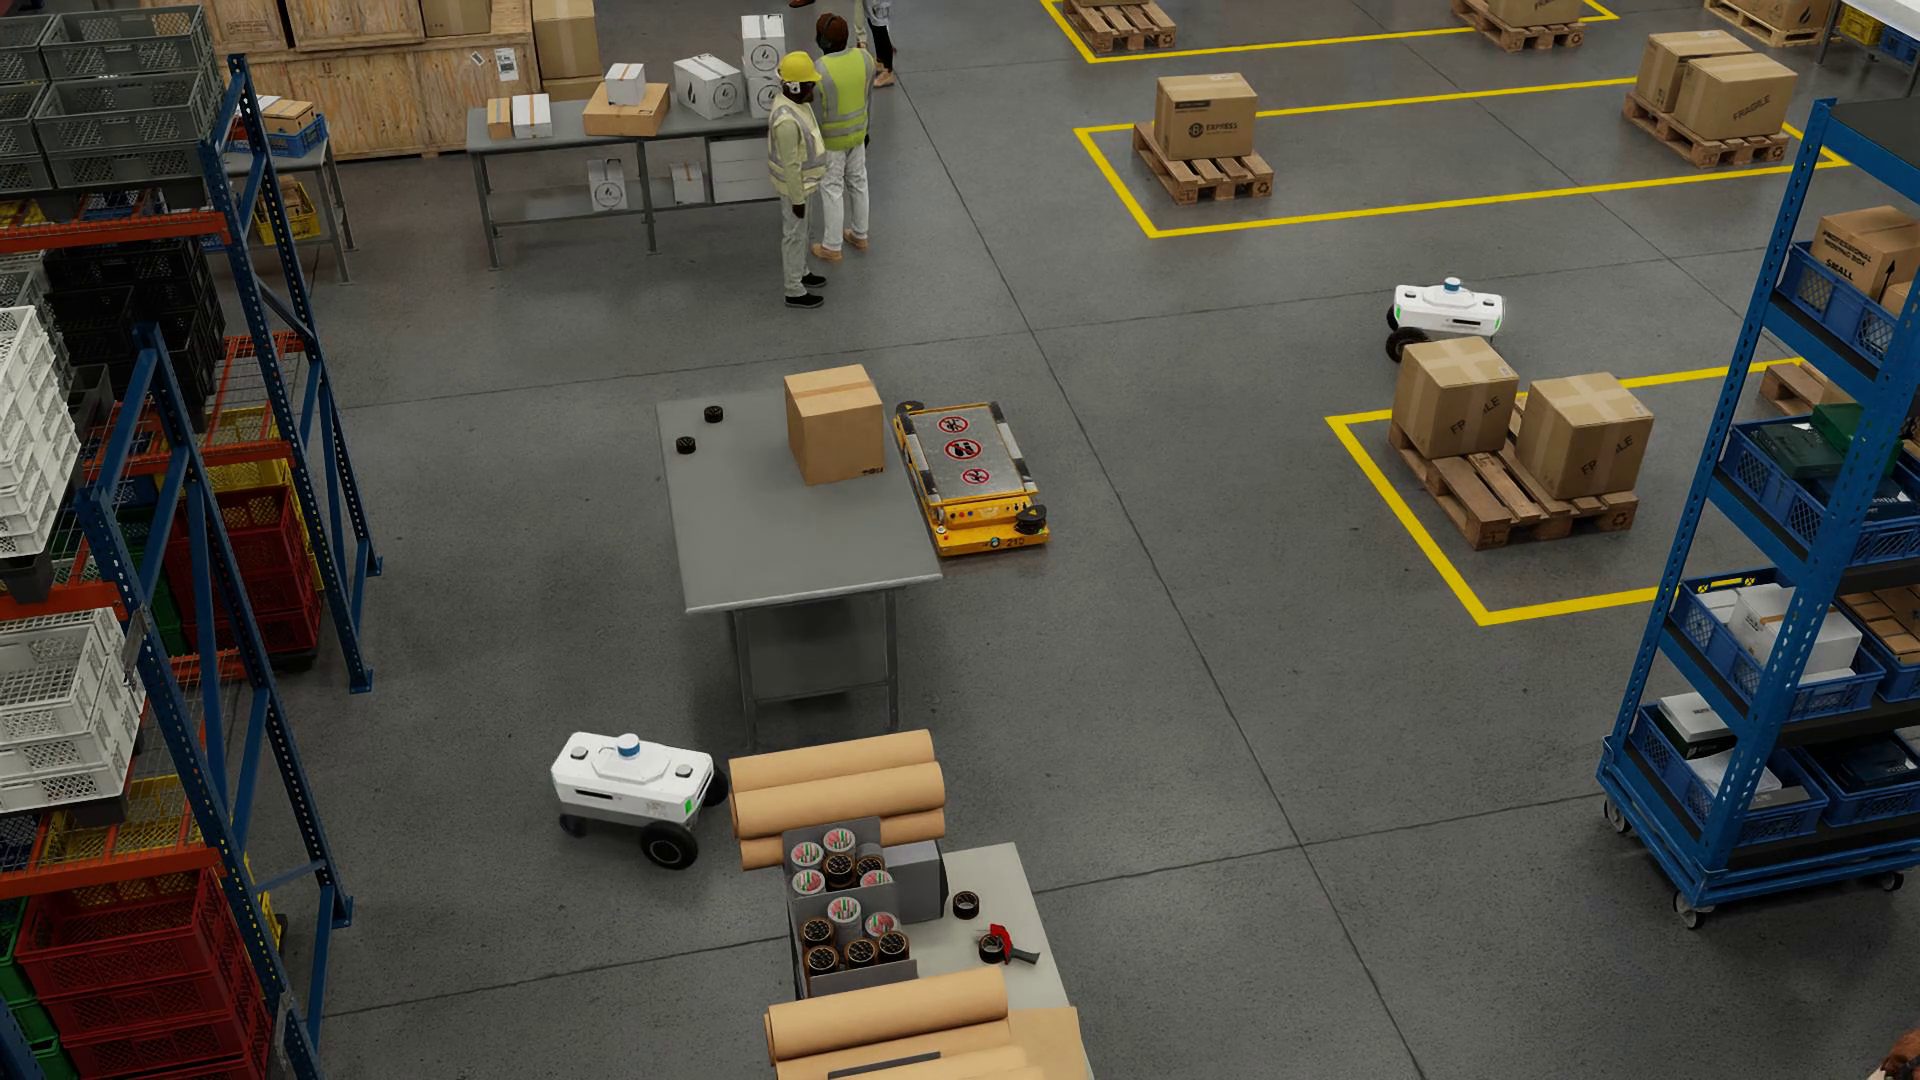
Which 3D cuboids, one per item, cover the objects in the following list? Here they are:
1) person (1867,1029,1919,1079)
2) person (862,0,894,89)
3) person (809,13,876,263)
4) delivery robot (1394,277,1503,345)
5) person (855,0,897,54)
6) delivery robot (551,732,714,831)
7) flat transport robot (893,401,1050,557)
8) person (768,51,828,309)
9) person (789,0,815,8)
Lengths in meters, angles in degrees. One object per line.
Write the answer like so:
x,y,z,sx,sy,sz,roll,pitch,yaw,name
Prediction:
2.938,2.158,5.492,0.523,1.636,0.310,-29,45,-33,person
-0.787,-4.947,15.003,0.323,1.691,0.536,-10,38,-13,person
-0.903,-2.941,12.175,0.625,1.847,0.429,-30,46,-34,person
3.309,-1.547,11.298,0.707,0.478,0.477,7,37,10,delivery robot
-0.829,-5.460,15.557,0.518,1.856,0.329,-17,40,-22,person
-1.518,1.108,7.729,0.707,0.478,0.477,8,37,11,delivery robot
0.046,-0.430,10.108,0.652,0.197,1.431,-8,37,-10,flat transport robot
-1.121,-2.518,11.628,0.403,1.822,0.592,1,37,1,person
-1.702,-6.364,16.727,0.407,1.905,0.639,-19,41,-24,person
